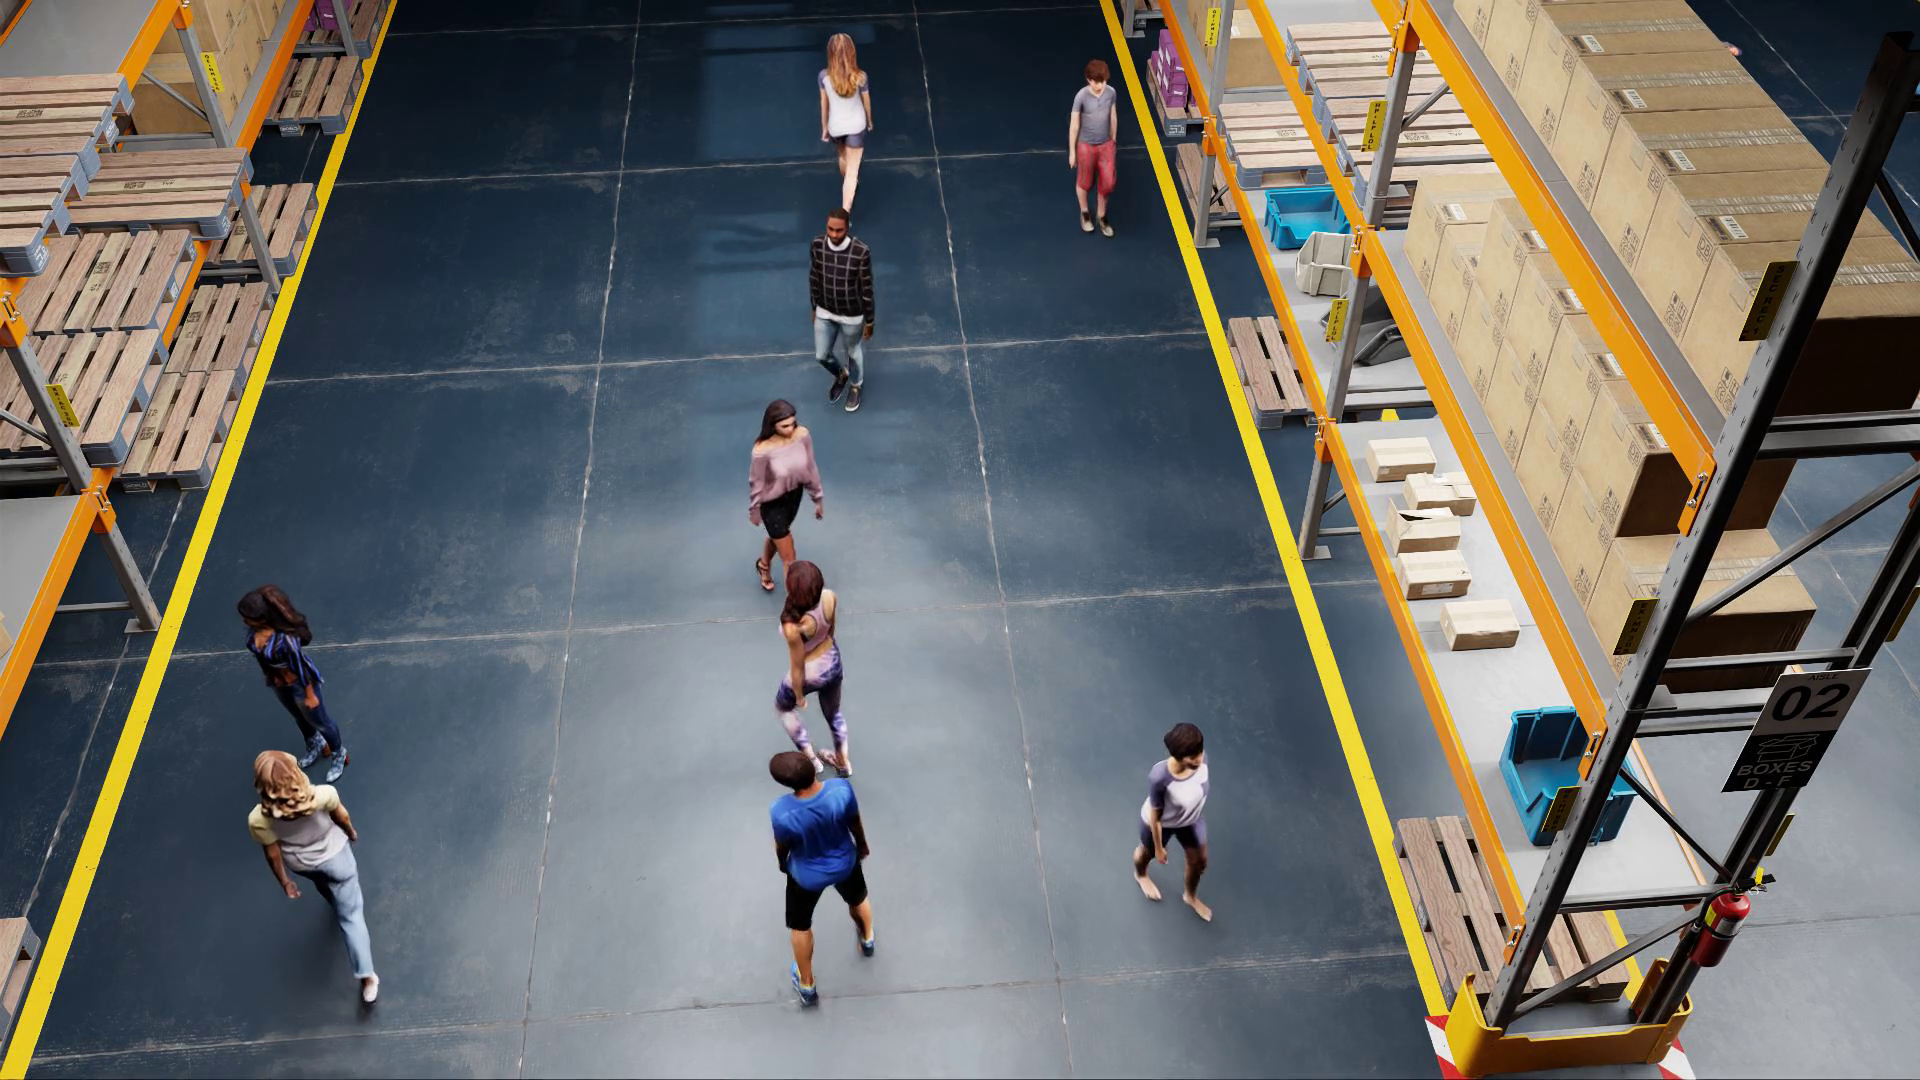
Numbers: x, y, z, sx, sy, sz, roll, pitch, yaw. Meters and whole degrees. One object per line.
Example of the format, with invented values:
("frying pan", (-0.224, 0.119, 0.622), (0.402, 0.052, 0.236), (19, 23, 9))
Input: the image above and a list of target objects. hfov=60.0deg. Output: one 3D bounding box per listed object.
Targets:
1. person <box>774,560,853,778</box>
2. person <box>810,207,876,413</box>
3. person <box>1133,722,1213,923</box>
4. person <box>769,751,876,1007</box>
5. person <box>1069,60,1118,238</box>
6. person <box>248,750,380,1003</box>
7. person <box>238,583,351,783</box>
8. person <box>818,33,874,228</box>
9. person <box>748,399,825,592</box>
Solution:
("person", (-0.805, 0.841, 9.940), (0.811, 1.754, 0.751), (32, 52, 29))
("person", (-0.869, -1.805, 12.682), (0.789, 1.804, 0.776), (10, 45, 11))
("person", (1.144, 1.518, 9.381), (0.740, 1.545, 0.847), (-22, 48, -21))
("person", (-0.764, 1.781, 8.899), (0.812, 1.829, 0.863), (-3, 44, -4))
("person", (1.146, -3.494, 14.574), (0.674, 1.639, 0.708), (-10, 44, -10))
("person", (-3.425, 1.802, 8.985), (0.889, 1.679, 1.269), (-17, 46, -17))
("person", (-4.014, 0.850, 10.026), (0.694, 1.622, 0.732), (24, 49, 23))
("person", (-1.004, -3.551, 14.594), (0.818, 1.693, 1.149), (9, 44, 9))
("person", (-1.242, -0.267, 11.096), (1.025, 1.764, 1.176), (-28, 50, -26))
